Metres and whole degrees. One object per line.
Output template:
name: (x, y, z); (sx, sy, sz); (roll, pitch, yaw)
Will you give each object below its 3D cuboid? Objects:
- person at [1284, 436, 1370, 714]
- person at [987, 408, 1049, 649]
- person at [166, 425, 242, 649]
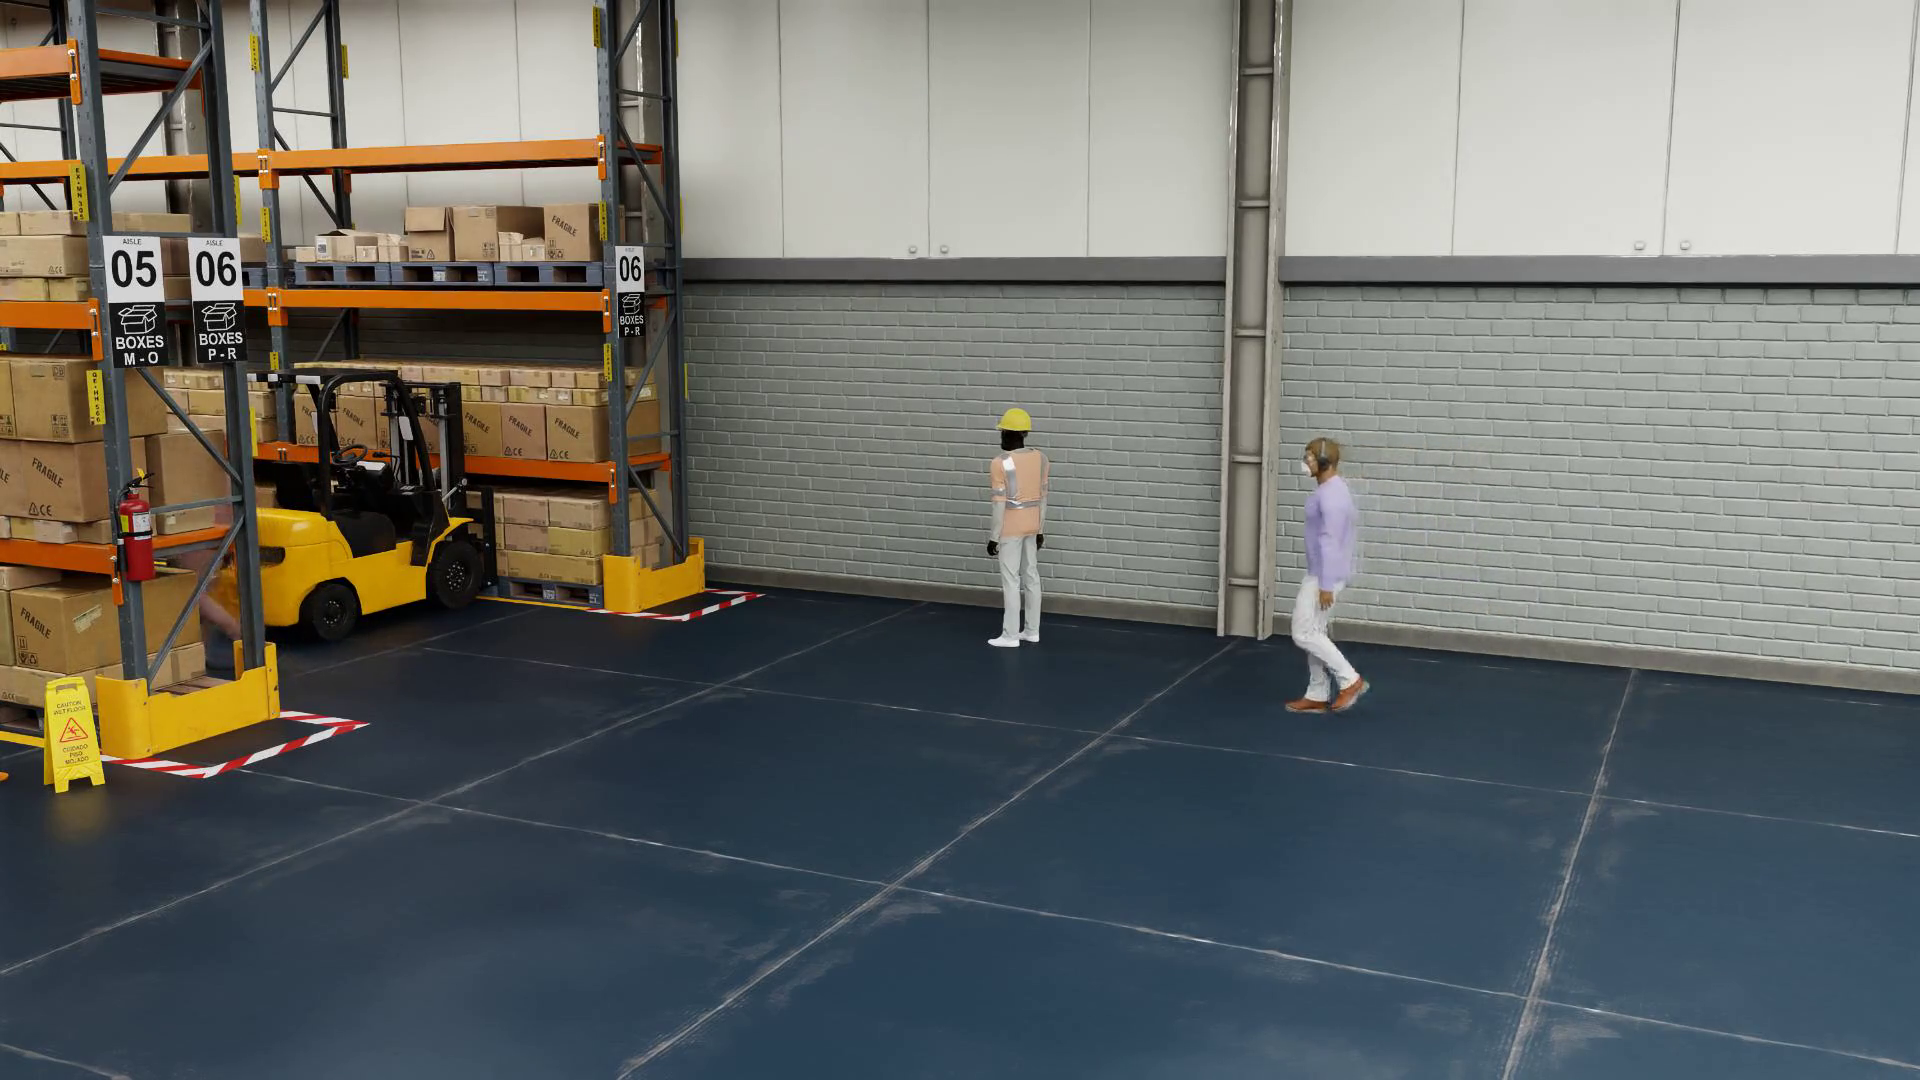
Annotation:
person: (2.451, 0.257, 11.221); (0.477, 1.916, 0.644); (1, 9, 8)
person: (0.454, -0.093, 13.330); (0.594, 1.929, 0.352); (-8, 13, -42)
person: (-5.685, 0.060, 12.602); (0.746, 1.872, 0.668); (3, 10, 18)
